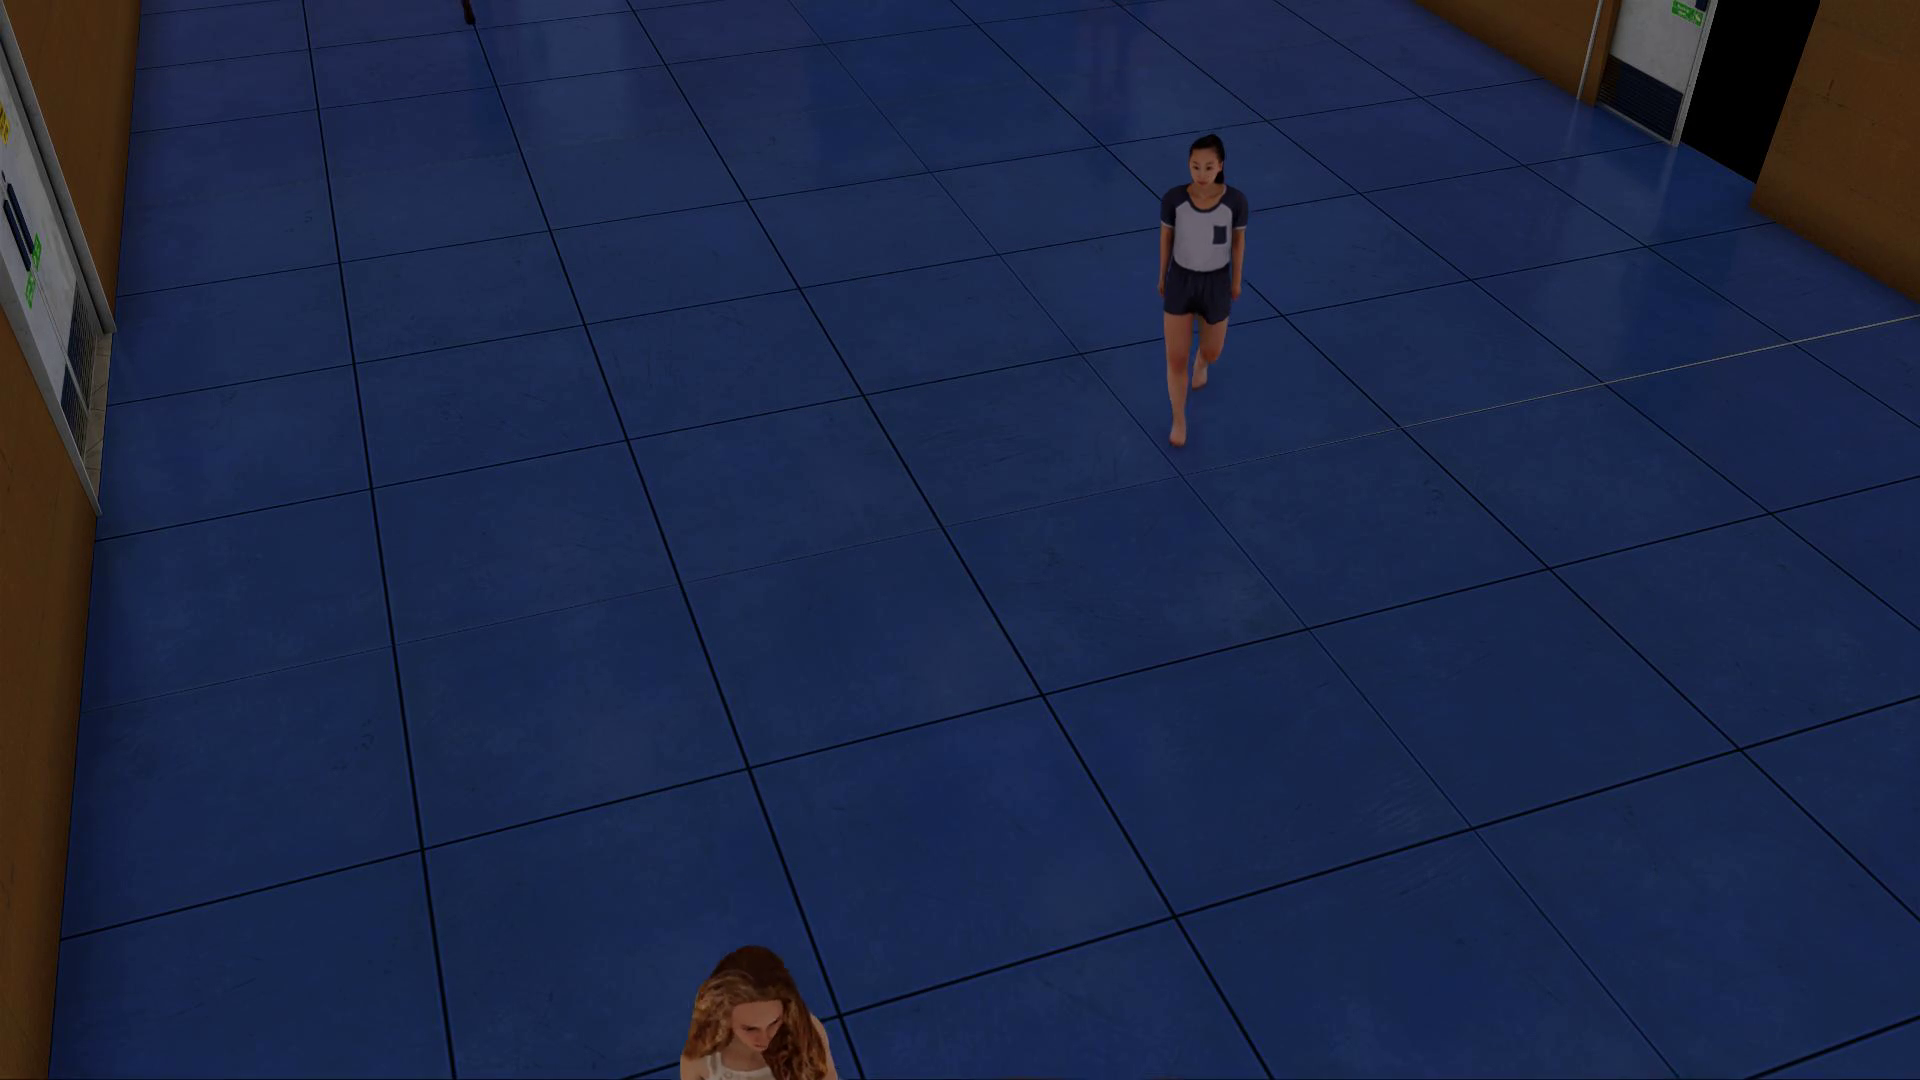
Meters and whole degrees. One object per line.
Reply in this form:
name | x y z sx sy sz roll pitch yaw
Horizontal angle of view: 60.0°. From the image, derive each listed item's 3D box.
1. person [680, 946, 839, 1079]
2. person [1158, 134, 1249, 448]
person | -0.550 1.671 4.654 1.072 1.661 0.662 -11 38 -14
person | 1.249 -1.332 8.685 0.977 1.625 0.929 5 37 7
